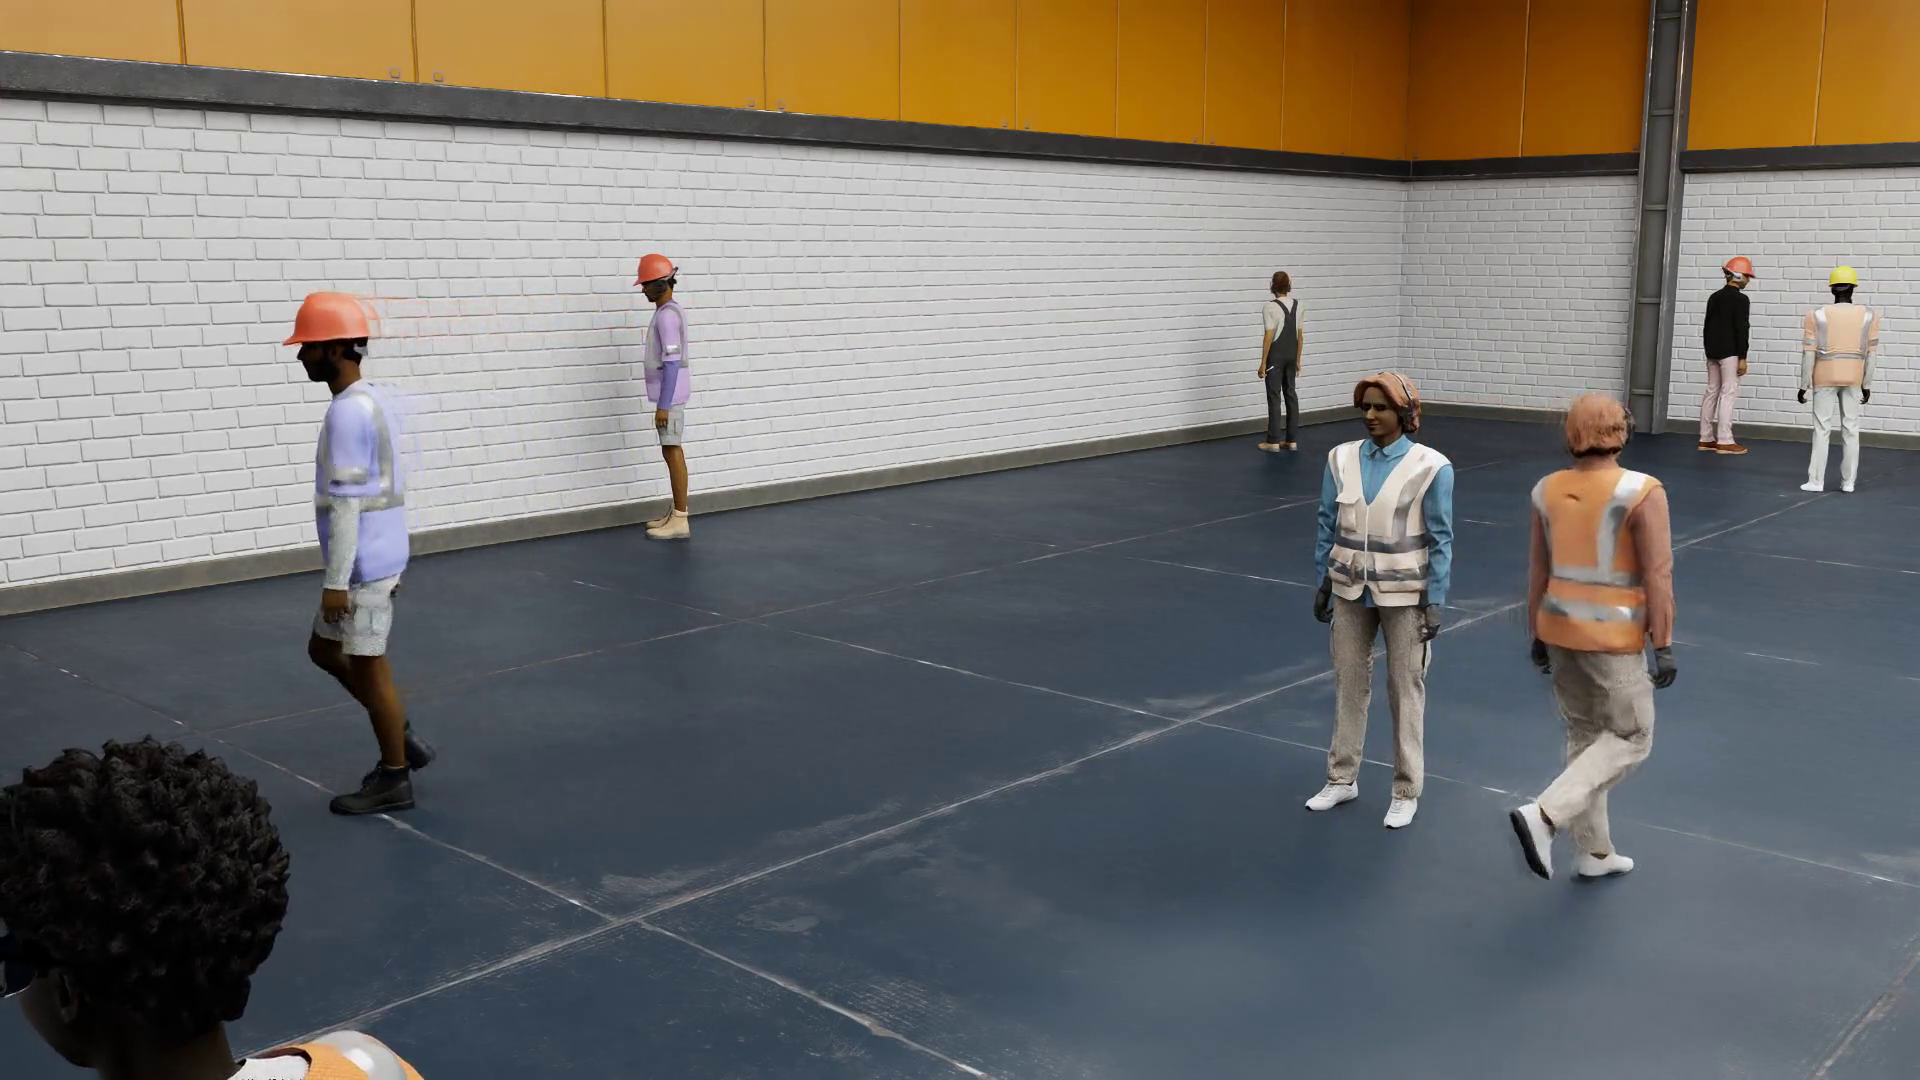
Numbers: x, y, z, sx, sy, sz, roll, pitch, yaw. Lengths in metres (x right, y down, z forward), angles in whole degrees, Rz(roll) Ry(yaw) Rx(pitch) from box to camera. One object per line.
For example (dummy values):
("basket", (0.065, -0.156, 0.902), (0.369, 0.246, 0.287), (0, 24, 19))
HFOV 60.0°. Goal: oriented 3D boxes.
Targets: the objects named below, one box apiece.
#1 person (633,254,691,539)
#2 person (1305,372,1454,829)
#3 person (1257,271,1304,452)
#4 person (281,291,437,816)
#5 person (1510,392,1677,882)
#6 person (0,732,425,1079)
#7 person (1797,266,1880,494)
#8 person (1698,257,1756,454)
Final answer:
("person", (-2.122, -1.022, 11.919), (0.386, 2.034, 0.604), (-1, 10, -7))
("person", (1.517, 0.212, 6.017), (0.521, 1.640, 0.307), (8, 13, 40))
("person", (3.277, -1.821, 17.013), (0.517, 1.841, 0.324), (-5, 11, -28))
("person", (-2.201, 0.070, 6.032), (0.408, 1.922, 0.544), (-3, 10, -17))
("person", (1.991, 0.338, 5.350), (0.544, 1.608, 0.570), (-5, 11, -26))
("person", (-0.622, 0.996, 1.411), (0.319, 1.690, 0.531), (3, 10, 17))
("person", (7.420, -1.348, 14.093), (0.587, 1.922, 0.383), (2, 10, 12))
("person", (7.803, -1.871, 16.885), (0.403, 1.988, 0.620), (-2, 10, -9))
